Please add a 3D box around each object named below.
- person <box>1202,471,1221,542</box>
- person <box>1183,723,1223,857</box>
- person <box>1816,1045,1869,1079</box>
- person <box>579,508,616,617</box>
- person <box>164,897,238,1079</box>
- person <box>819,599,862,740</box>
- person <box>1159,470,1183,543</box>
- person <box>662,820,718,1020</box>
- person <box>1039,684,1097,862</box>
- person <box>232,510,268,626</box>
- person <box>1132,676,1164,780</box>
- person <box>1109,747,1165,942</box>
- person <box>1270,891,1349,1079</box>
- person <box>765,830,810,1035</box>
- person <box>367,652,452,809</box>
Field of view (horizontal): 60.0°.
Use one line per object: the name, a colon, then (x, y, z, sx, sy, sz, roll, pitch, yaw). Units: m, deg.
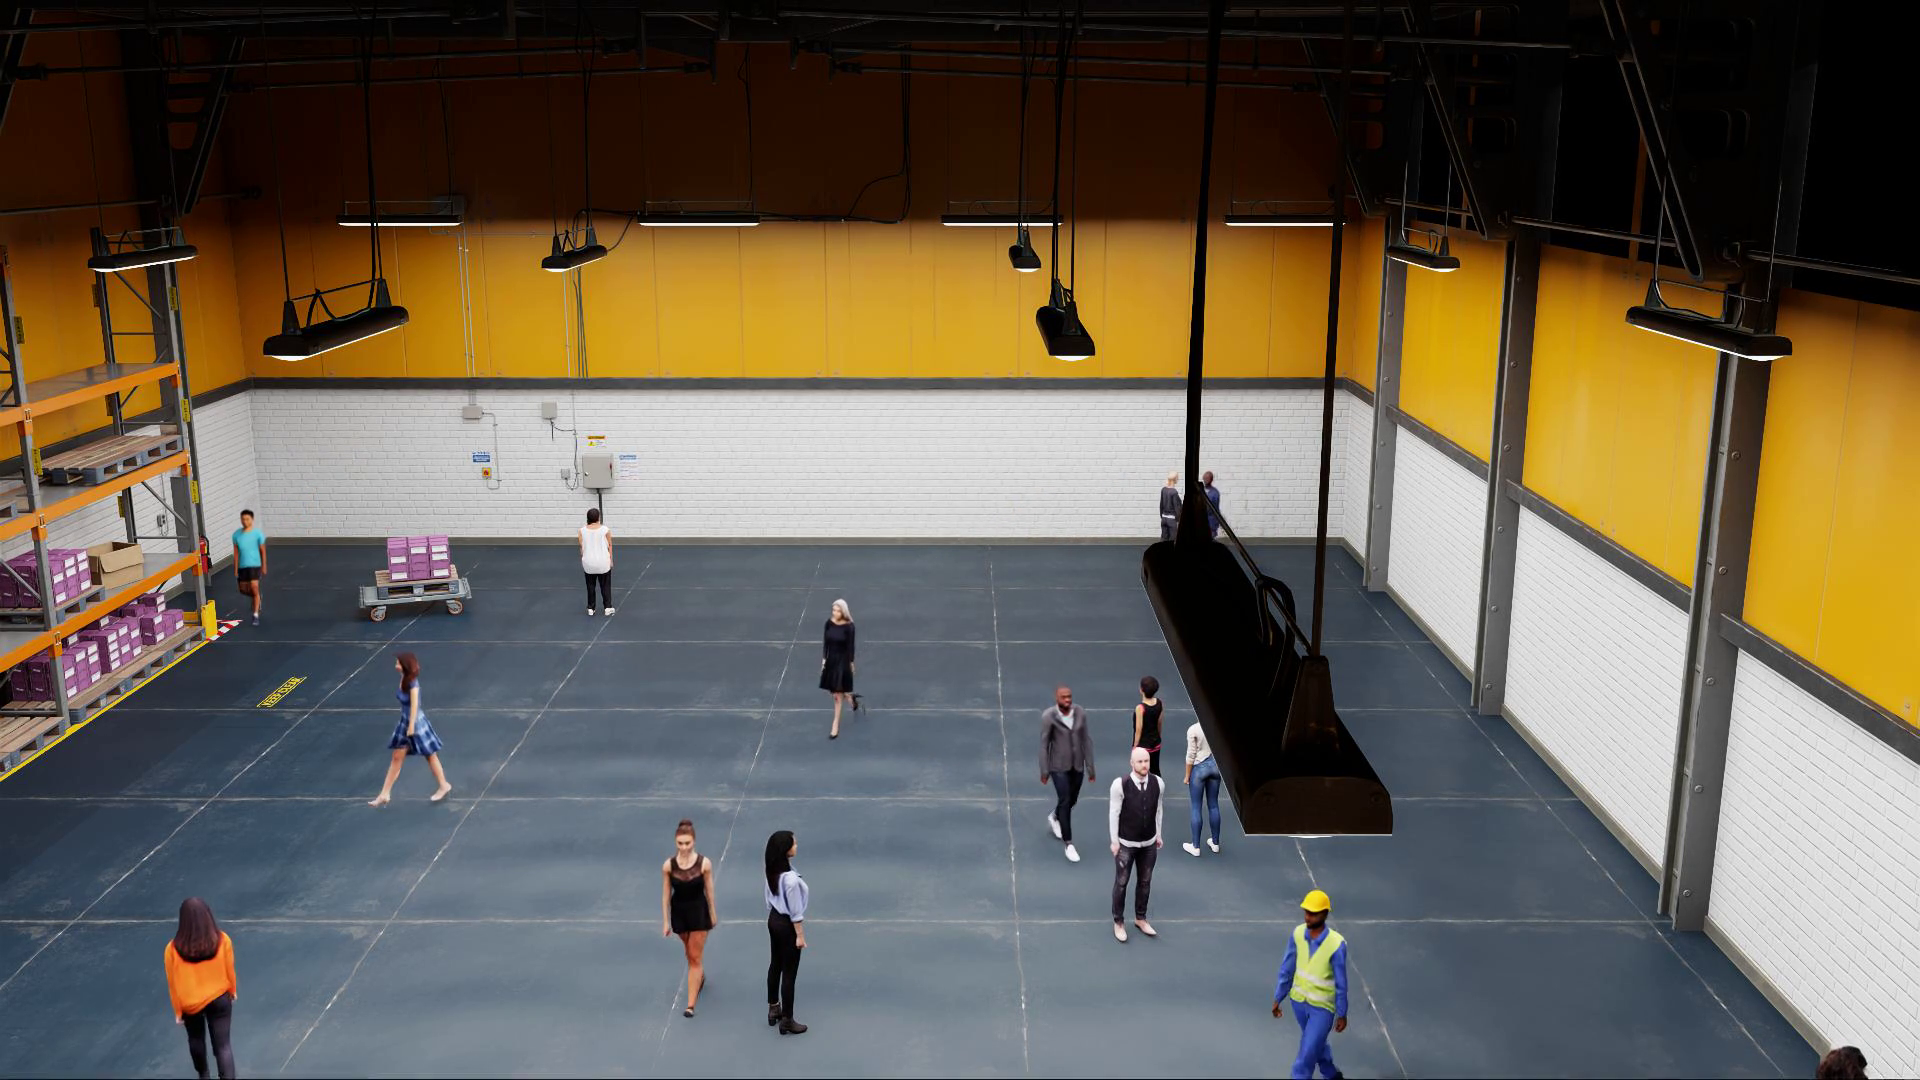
person: (4.208, -0.288, 28.068, 0.909, 1.804, 0.846, -12, 18, -40)
person: (2.530, 2.404, 17.133, 0.680, 1.720, 0.647, -5, 14, -20)
person: (5.681, 4.003, 10.765, 0.748, 1.608, 0.688, -13, 19, -43)
person: (-5.637, 0.324, 25.791, 0.646, 1.687, 0.592, 0, 14, 1)
person: (-5.641, 3.536, 12.486, 0.977, 1.705, 1.179, -8, 16, -30)
person: (-1.470, 1.562, 20.595, 0.874, 1.727, 1.050, 7, 15, 26)
person: (3.603, -0.352, 28.496, 0.744, 1.728, 0.643, -9, 16, -33)
person: (-2.284, 3.169, 14.160, 0.621, 1.631, 1.101, 1, 14, 4)
person: (1.075, 2.341, 17.235, 1.007, 1.794, 1.235, -6, 15, -24)
person: (-10.803, 0.394, 25.342, 0.691, 1.762, 0.923, -2, 14, -6)
person: (2.054, 2.225, 18.226, 0.623, 1.552, 0.665, -10, 17, -37)
person: (1.629, 2.780, 15.361, 0.762, 1.822, 0.718, -4, 14, -18)
person: (2.727, 3.486, 12.560, 1.226, 1.769, 1.207, -11, 18, -39)
person: (-1.451, 3.215, 13.732, 0.797, 1.743, 0.687, -9, 16, -32)
person: (-5.928, 2.108, 18.292, 1.113, 1.748, 1.148, -10, 17, -36)
